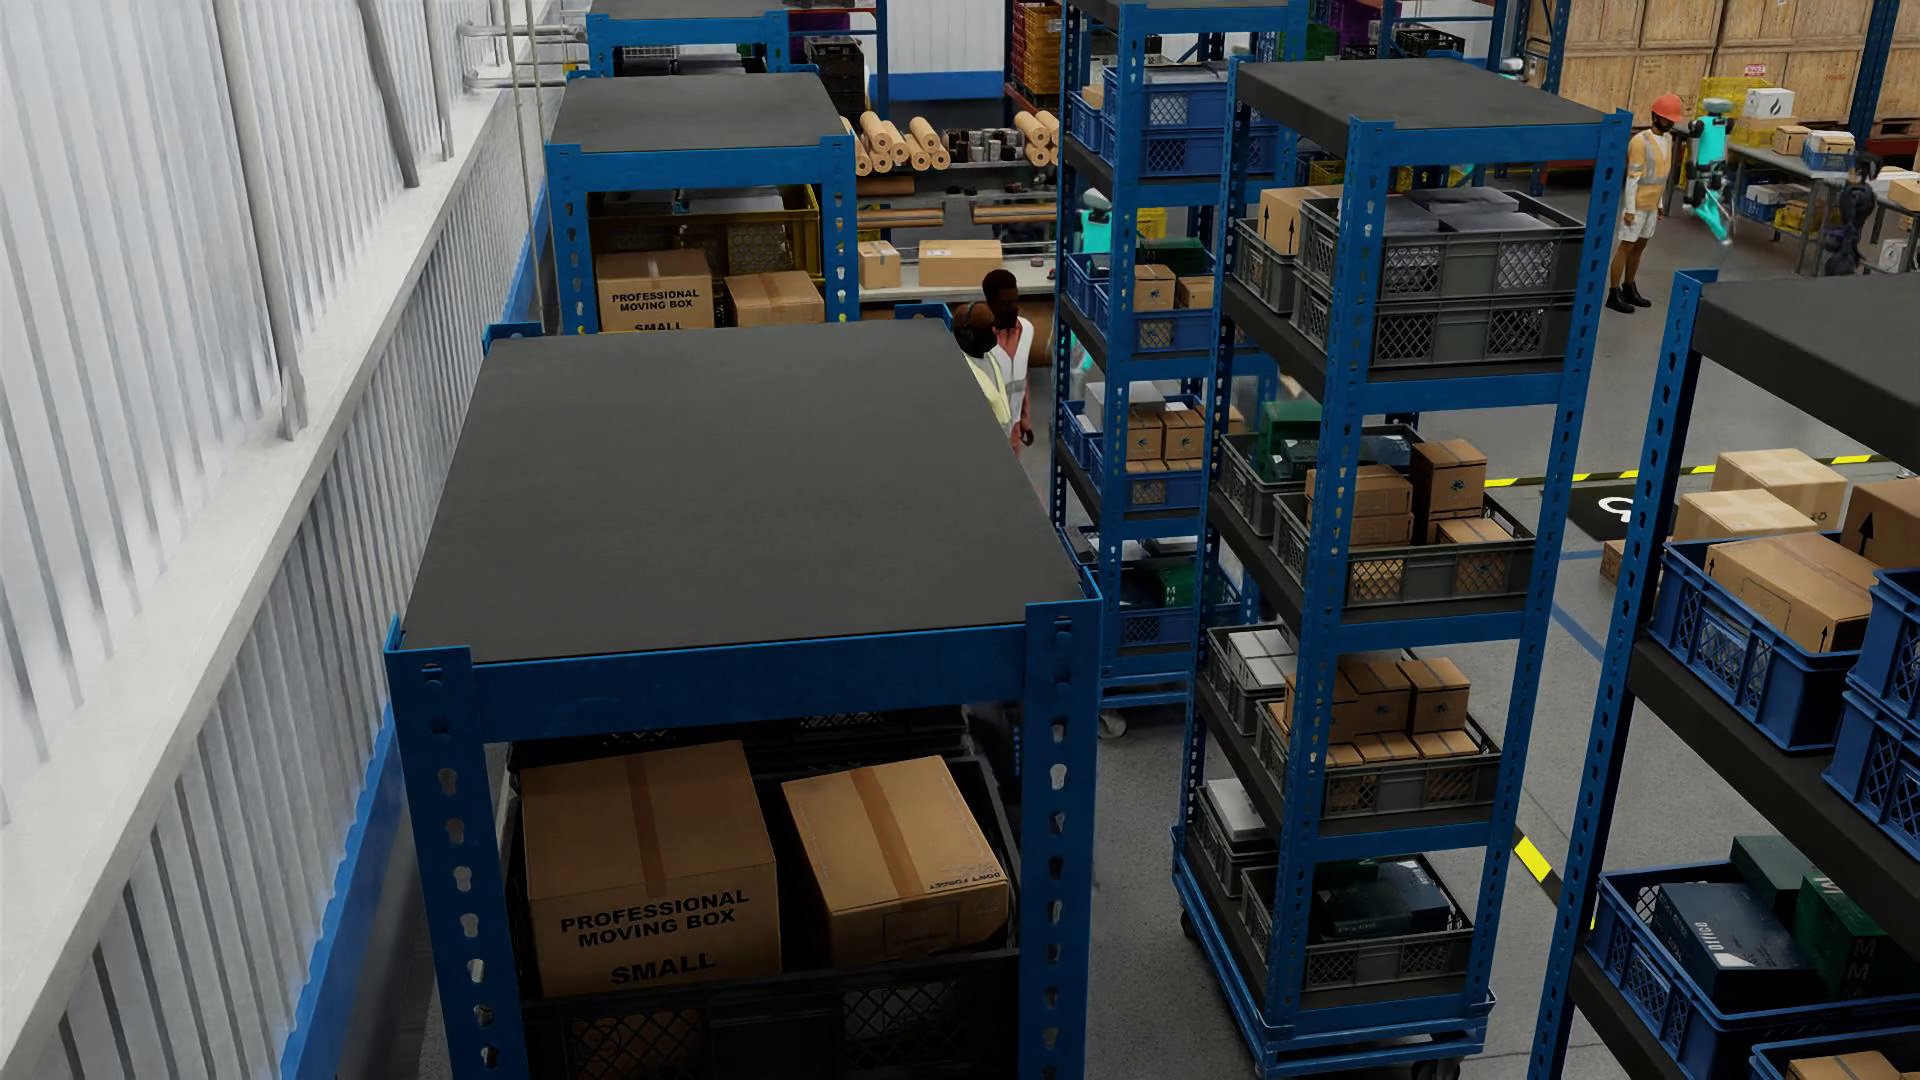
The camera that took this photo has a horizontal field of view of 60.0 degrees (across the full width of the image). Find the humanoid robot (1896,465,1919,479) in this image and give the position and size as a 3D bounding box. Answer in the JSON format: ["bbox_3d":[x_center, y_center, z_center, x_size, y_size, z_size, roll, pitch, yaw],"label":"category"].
[{"bbox_3d":[6.425,-1.144,10.868,0.735,1.677,0.533,-11,27,-22],"label":"humanoid robot"}]

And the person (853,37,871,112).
[{"bbox_3d":[-1.234,-4.681,18.600,0.564,1.836,0.386,-19,31,-35],"label":"person"}]

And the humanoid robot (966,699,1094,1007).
[{"bbox_3d":[0.216,1.122,6.240,0.609,1.622,0.792,-4,25,-9],"label":"humanoid robot"}]

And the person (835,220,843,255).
[{"bbox_3d":[-0.907,-1.086,10.632,0.974,1.989,0.615,12,27,25],"label":"person"}]

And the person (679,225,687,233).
[{"bbox_3d":[-1.894,-1.797,12.287,0.514,1.873,0.328,10,26,20],"label":"person"}]

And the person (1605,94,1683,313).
[{"bbox_3d":[6.121,-2.999,14.834,0.542,1.928,0.371,-18,30,-34],"label":"person"}]

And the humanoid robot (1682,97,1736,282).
[{"bbox_3d":[7.025,-3.114,15.356,0.538,1.819,0.766,-13,28,-27],"label":"humanoid robot"}]

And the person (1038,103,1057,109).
[{"bbox_3d":[0.981,-4.419,18.048,0.547,1.825,0.504,-1,25,-1],"label":"person"}]

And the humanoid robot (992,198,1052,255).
[{"bbox_3d":[0.538,-2.708,14.544,0.591,1.620,0.783,-9,26,-19],"label":"humanoid robot"}]

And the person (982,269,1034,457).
[{"bbox_3d":[0.200,-0.657,9.753,0.397,1.920,0.587,22,33,39],"label":"person"}]

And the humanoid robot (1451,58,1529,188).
[{"bbox_3d":[5.586,-4.379,18.083,0.547,1.767,0.952,-18,30,-33],"label":"humanoid robot"}]

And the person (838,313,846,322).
[{"bbox_3d":[-0.826,-0.528,9.719,0.418,1.699,0.516,17,29,32],"label":"person"}]

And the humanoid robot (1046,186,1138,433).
[{"bbox_3d":[0.870,-1.584,12.072,0.548,1.849,0.878,14,28,27],"label":"humanoid robot"}]

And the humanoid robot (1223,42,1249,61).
[{"bbox_3d":[3.018,-4.559,18.530,0.541,1.852,0.740,14,28,27],"label":"humanoid robot"}]

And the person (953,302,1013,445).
[{"bbox_3d":[0.080,-0.448,9.390,0.429,1.844,0.622,8,26,17],"label":"person"}]

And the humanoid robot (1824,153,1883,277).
[{"bbox_3d":[7.432,-2.388,13.830,0.711,1.630,0.607,15,29,30],"label":"humanoid robot"}]

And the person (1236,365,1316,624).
[{"bbox_3d":[1.817,-0.332,9.168,0.614,1.812,0.876,-4,25,-8],"label":"person"}]

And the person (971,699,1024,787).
[{"bbox_3d":[0.211,0.539,7.361,0.531,1.748,0.607,-3,25,-6],"label":"person"}]
